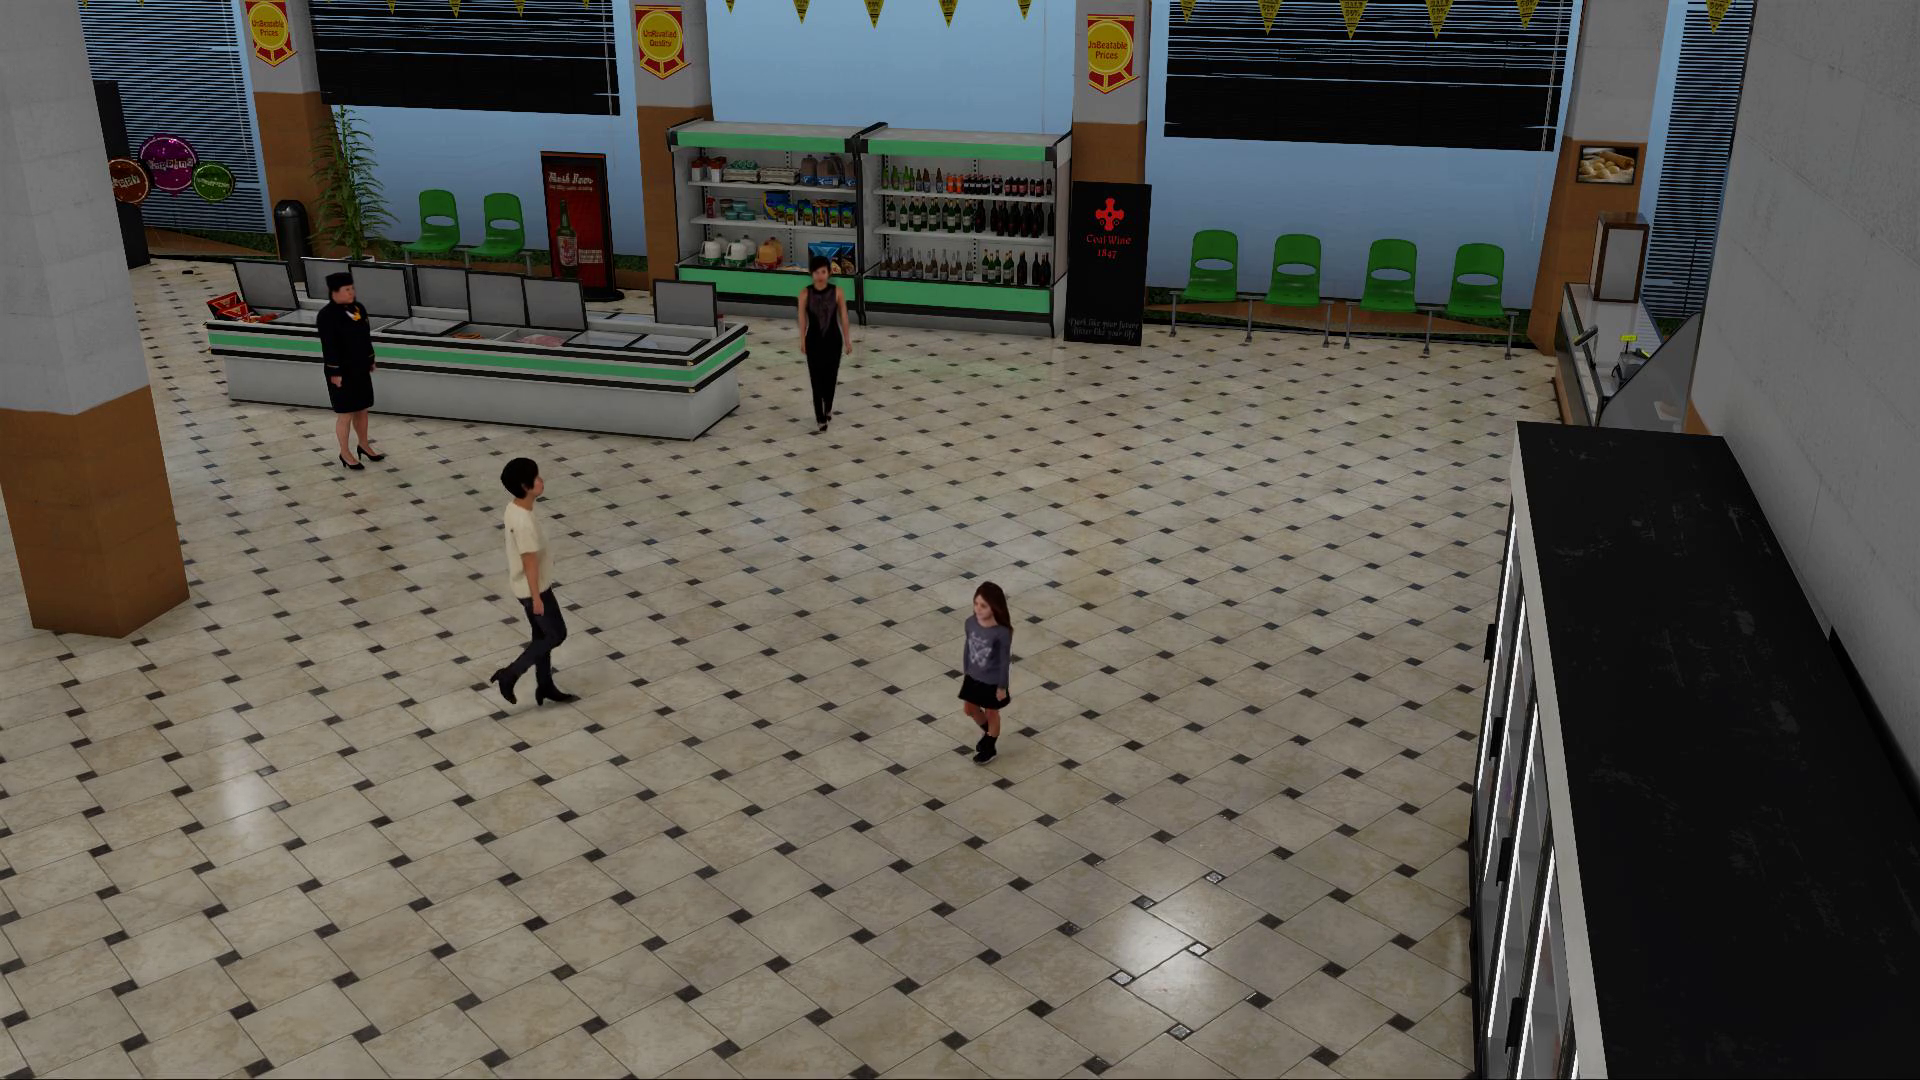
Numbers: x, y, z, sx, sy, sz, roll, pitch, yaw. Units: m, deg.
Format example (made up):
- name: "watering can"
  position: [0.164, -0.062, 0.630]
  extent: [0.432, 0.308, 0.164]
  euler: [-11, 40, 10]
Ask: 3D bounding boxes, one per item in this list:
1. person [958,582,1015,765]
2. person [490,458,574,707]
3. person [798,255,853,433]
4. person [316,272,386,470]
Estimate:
- name: "person"
  position: [0.183, 0.730, 9.368]
  extent: [0.534, 1.100, 0.618]
  euler: [16, 27, 35]
- name: "person"
  position: [-2.583, 0.293, 9.818]
  extent: [0.848, 1.576, 0.781]
  euler: [-8, 23, -18]
- name: "person"
  position: [-1.226, -1.777, 14.990]
  extent: [1.052, 1.561, 0.957]
  euler: [-5, 22, -11]
- name: "person"
  position: [-5.133, -1.423, 13.961]
  extent: [0.657, 1.670, 0.715]
  euler: [8, 23, 20]
